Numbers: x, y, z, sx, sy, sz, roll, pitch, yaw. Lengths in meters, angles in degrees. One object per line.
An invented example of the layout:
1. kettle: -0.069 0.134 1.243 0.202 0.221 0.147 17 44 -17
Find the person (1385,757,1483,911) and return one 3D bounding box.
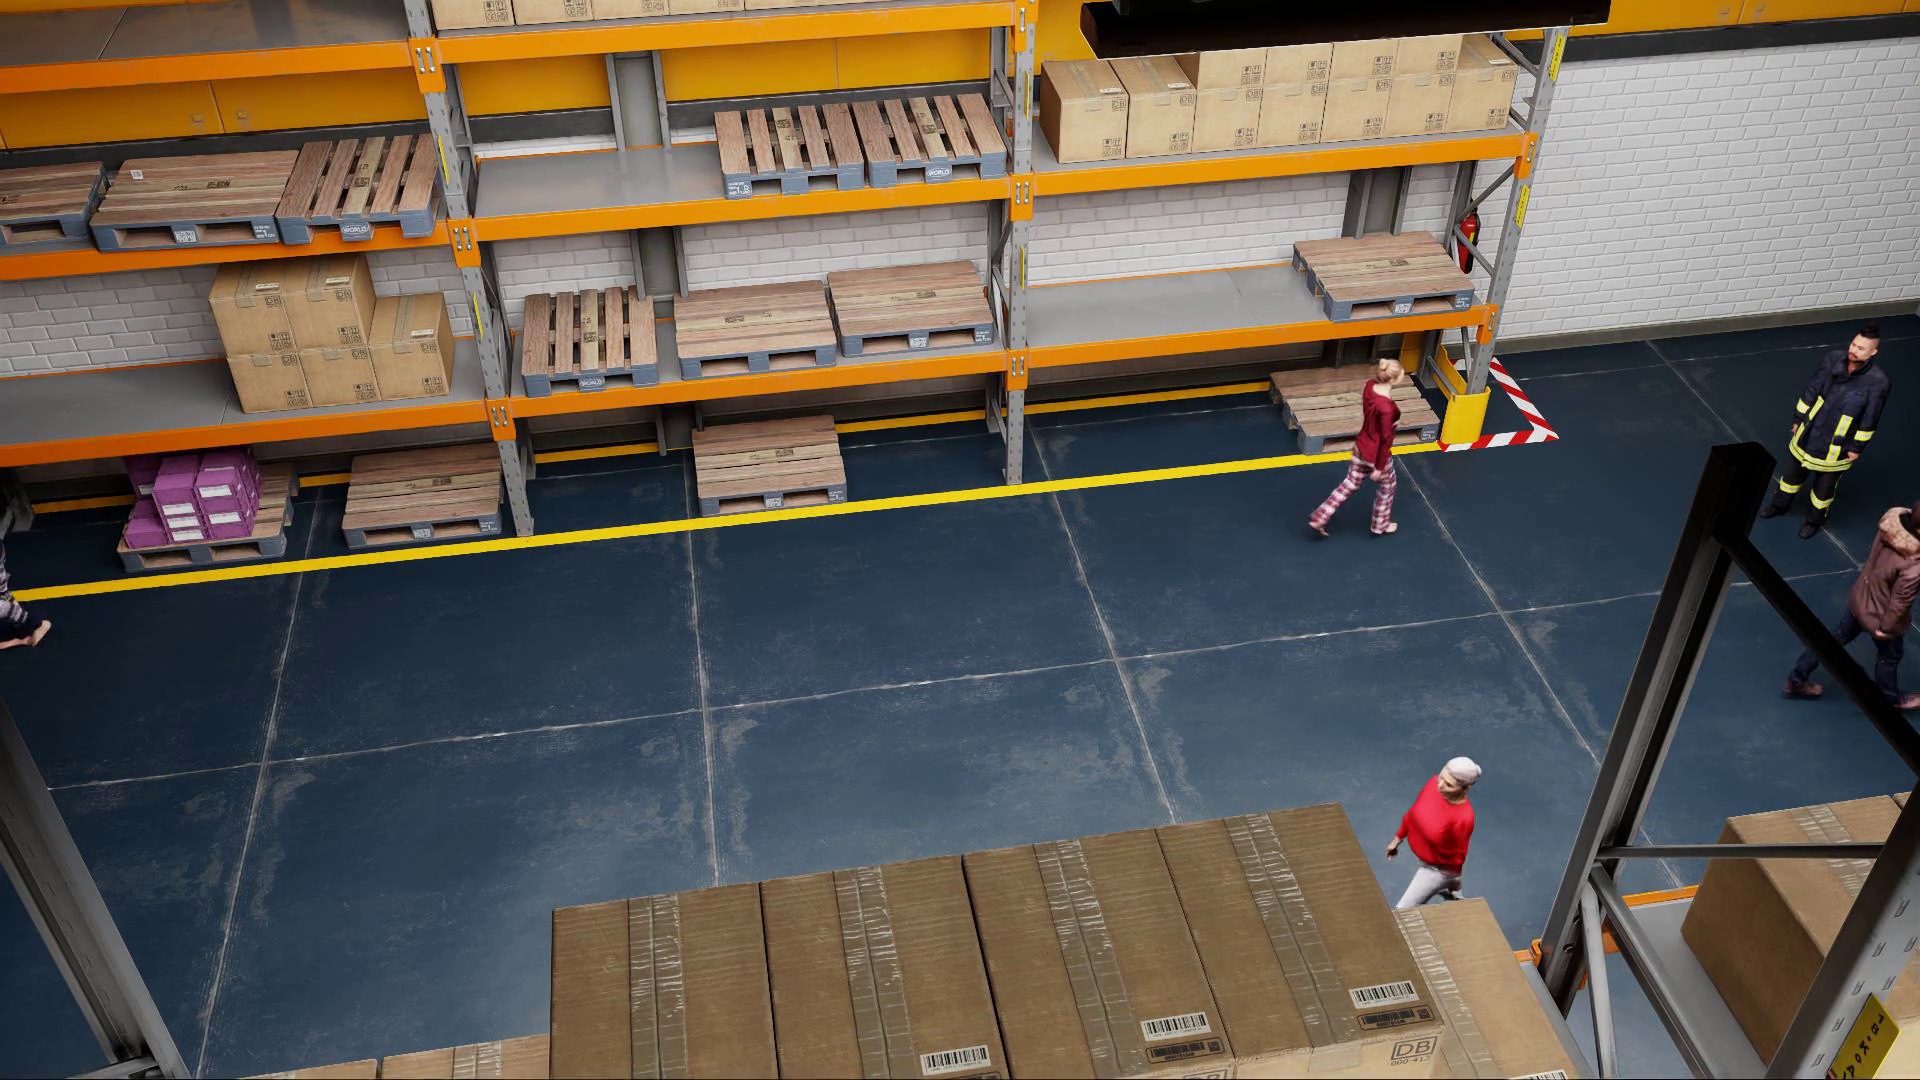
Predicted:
1. person: 2.826 1.839 9.661 1.143 1.645 0.625 -10 40 -13

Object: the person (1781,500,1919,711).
1. person: 6.151 0.439 11.290 1.253 1.800 0.968 4 39 5

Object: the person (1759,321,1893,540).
1. person: 6.757 -0.869 12.878 0.855 1.861 0.861 -25 45 -27

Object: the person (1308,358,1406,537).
1. person: 3.103 -0.683 12.799 1.026 1.669 0.702 -11 40 -13
